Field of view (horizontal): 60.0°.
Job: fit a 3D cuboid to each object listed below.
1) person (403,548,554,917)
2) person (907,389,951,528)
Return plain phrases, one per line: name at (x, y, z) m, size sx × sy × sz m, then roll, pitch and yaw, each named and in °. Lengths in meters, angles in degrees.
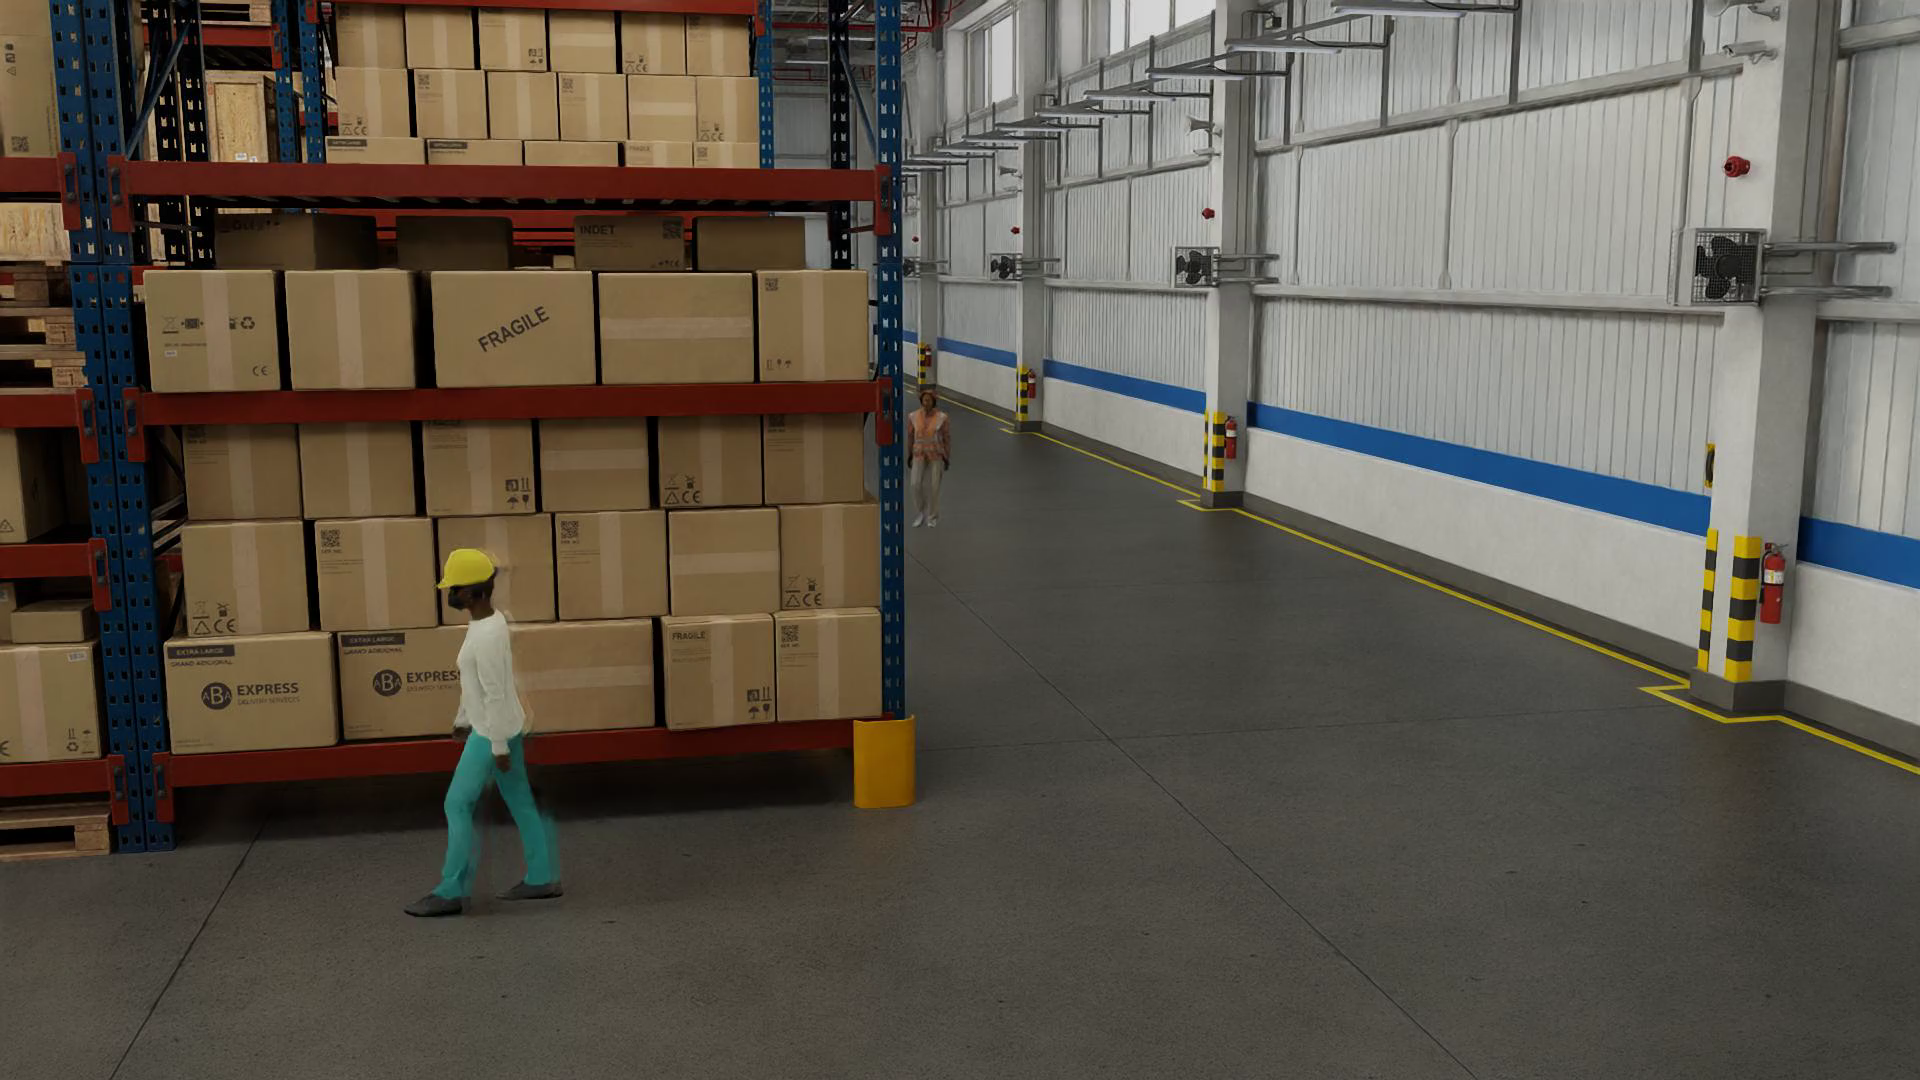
person at (-2.311, 0.901, 7.812) m, size 0.790 × 1.734 × 0.528 m, roll -2°, pitch 9°, yaw -10°
person at (-0.371, -0.938, 19.324) m, size 0.538 × 1.620 × 0.499 m, roll 2°, pitch 9°, yaw 11°
